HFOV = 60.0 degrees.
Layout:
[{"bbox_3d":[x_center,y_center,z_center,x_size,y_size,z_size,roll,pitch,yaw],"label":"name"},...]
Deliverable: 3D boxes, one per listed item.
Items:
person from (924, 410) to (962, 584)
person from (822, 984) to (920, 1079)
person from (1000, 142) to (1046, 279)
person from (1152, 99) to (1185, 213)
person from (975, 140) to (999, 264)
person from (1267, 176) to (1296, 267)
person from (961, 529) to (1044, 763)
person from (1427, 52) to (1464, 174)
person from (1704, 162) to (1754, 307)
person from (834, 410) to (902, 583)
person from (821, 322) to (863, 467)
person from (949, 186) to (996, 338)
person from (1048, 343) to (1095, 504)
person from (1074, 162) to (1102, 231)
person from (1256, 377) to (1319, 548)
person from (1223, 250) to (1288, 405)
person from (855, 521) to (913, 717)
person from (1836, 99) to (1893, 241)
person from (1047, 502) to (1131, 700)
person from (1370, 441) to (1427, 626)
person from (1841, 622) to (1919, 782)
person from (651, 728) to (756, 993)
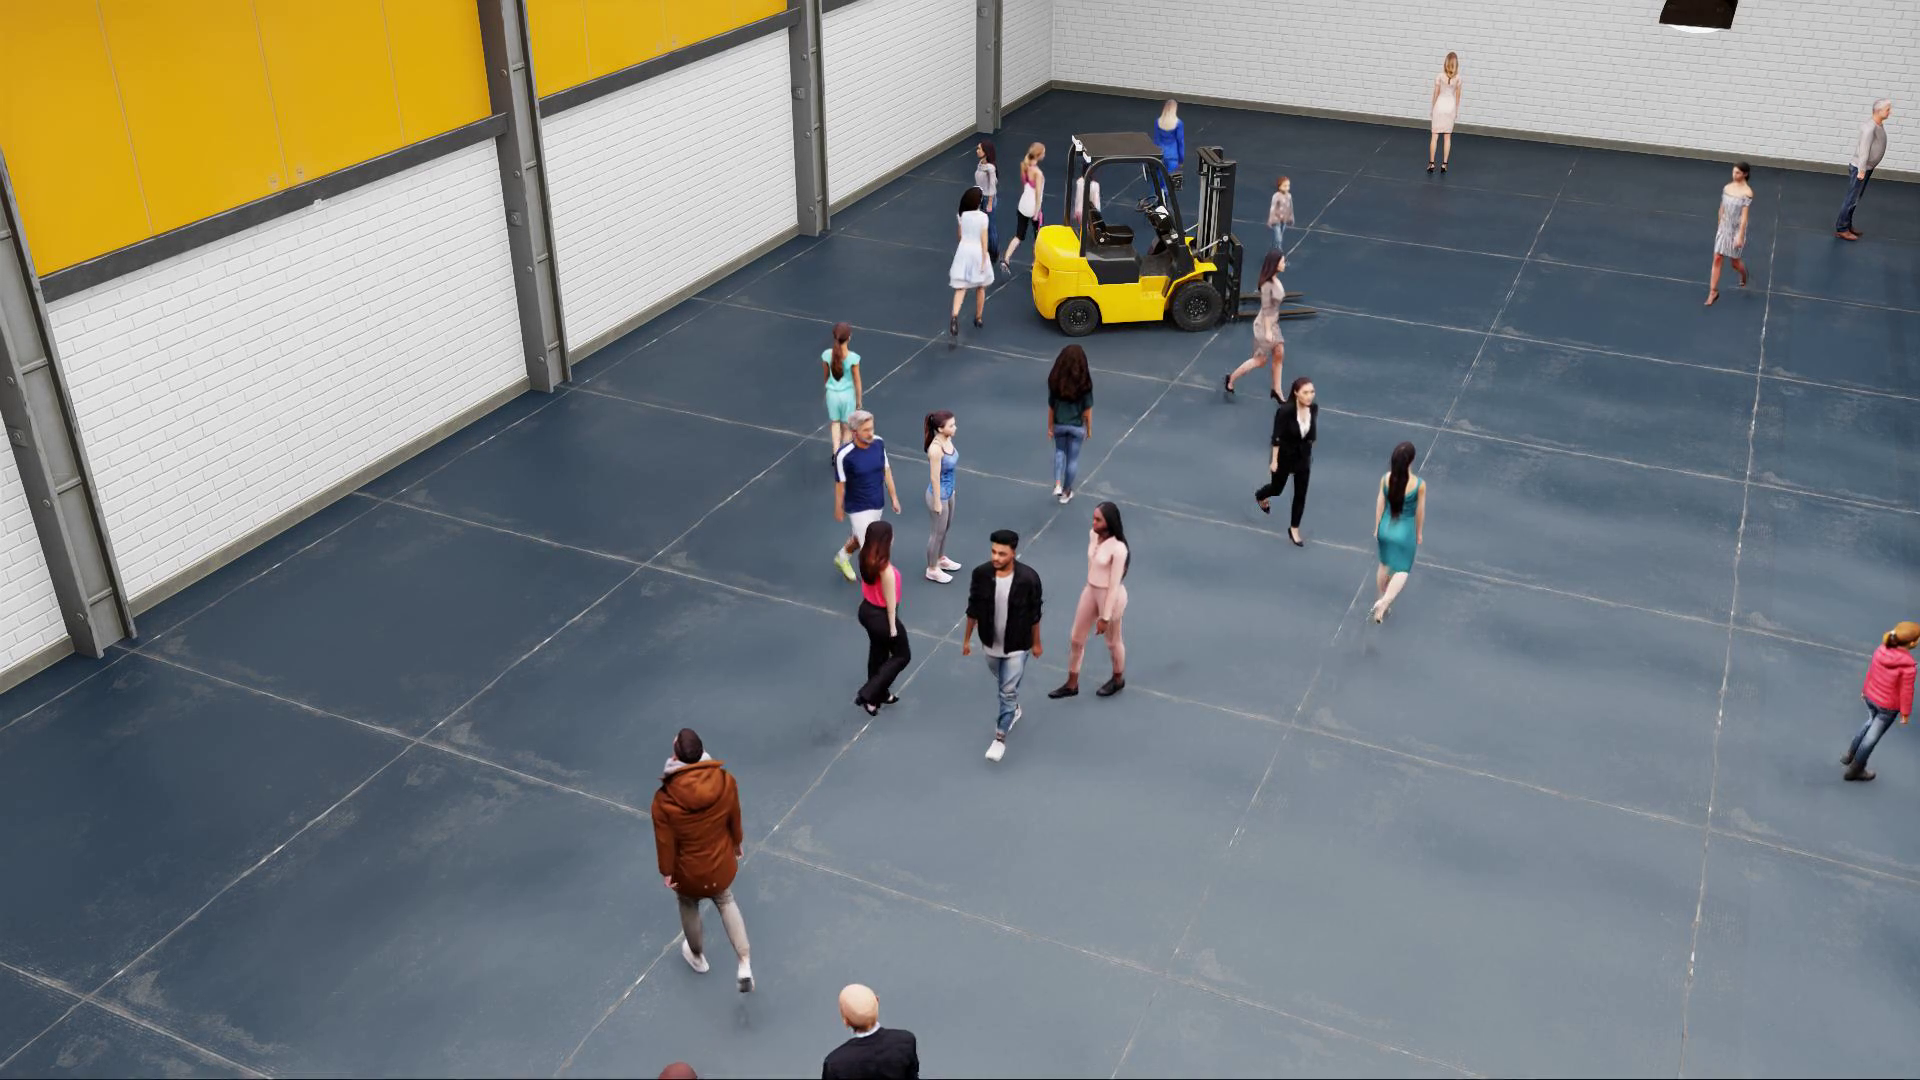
[{"bbox_3d":[-0.164,-0.395,14.476,0.645,1.607,0.496,8,30,14],"label":"person"},{"bbox_3d":[-0.402,2.962,8.145,1.132,1.774,1.152,-12,31,-21],"label":"person"},{"bbox_3d":[0.812,-4.187,21.279,1.152,1.748,0.898,-23,36,-35],"label":"person"},{"bbox_3d":[2.885,-5.337,23.456,0.708,1.682,1.008,17,33,29],"label":"person"},{"bbox_3d":[0.366,-4.463,21.908,0.735,1.631,0.665,-9,30,-15],"label":"person"},{"bbox_3d":[4.188,-4.229,21.949,0.730,1.181,0.759,-16,32,-26],"label":"person"},{"bbox_3d":[0.380,0.672,12.336,0.710,1.782,1.031,13,31,23],"label":"person"},{"bbox_3d":[7.442,-6.574,25.570,0.634,1.830,0.595,3,29,6],"label":"person"},{"bbox_3d":[9.549,-3.755,20.436,1.043,1.797,0.916,-15,32,-26],"label":"person"},{"bbox_3d":[-0.865,-0.310,14.120,0.952,1.797,1.211,25,37,37],"label":"person"},{"bbox_3d":[-1.184,-1.375,16.331,0.627,1.549,0.699,5,29,10],"label":"person"},{"bbox_3d":[0.097,-3.198,19.426,0.738,1.786,1.128,10,30,17],"label":"person"},{"bbox_3d":[1.015,-1.051,15.679,0.624,1.606,0.648,8,30,14],"label":"person"},{"bbox_3d":[1.613,-4.258,21.731,0.697,1.440,0.669,-22,36,-35],"label":"person"},{"bbox_3d":[2.973,-0.762,15.123,0.975,1.632,1.026,-13,31,-22],"label":"person"},{"bbox_3d":[3.208,-2.240,17.739,0.661,1.721,0.922,12,31,21],"label":"person"},{"bbox_3d":[-0.659,0.627,12.558,0.830,1.648,0.757,-17,33,-28],"label":"person"},{"bbox_3d":[12.362,-5.094,22.772,0.837,1.911,0.639,20,34,32],"label":"person"},{"bbox_3d":[1.185,0.470,12.792,1.019,1.699,0.904,-18,33,-29],"label":"person"},{"bbox_3d":[3.573,-0.008,13.696,0.609,1.673,0.838,17,33,28],"label":"person"},{"bbox_3d":[6.549,1.172,11.915,0.664,1.308,0.575,-4,29,-7],"label":"person"},{"bbox_3d":[-1.512,1.954,9.943,1.076,1.823,1.084,-16,32,-27],"label":"person"}]
